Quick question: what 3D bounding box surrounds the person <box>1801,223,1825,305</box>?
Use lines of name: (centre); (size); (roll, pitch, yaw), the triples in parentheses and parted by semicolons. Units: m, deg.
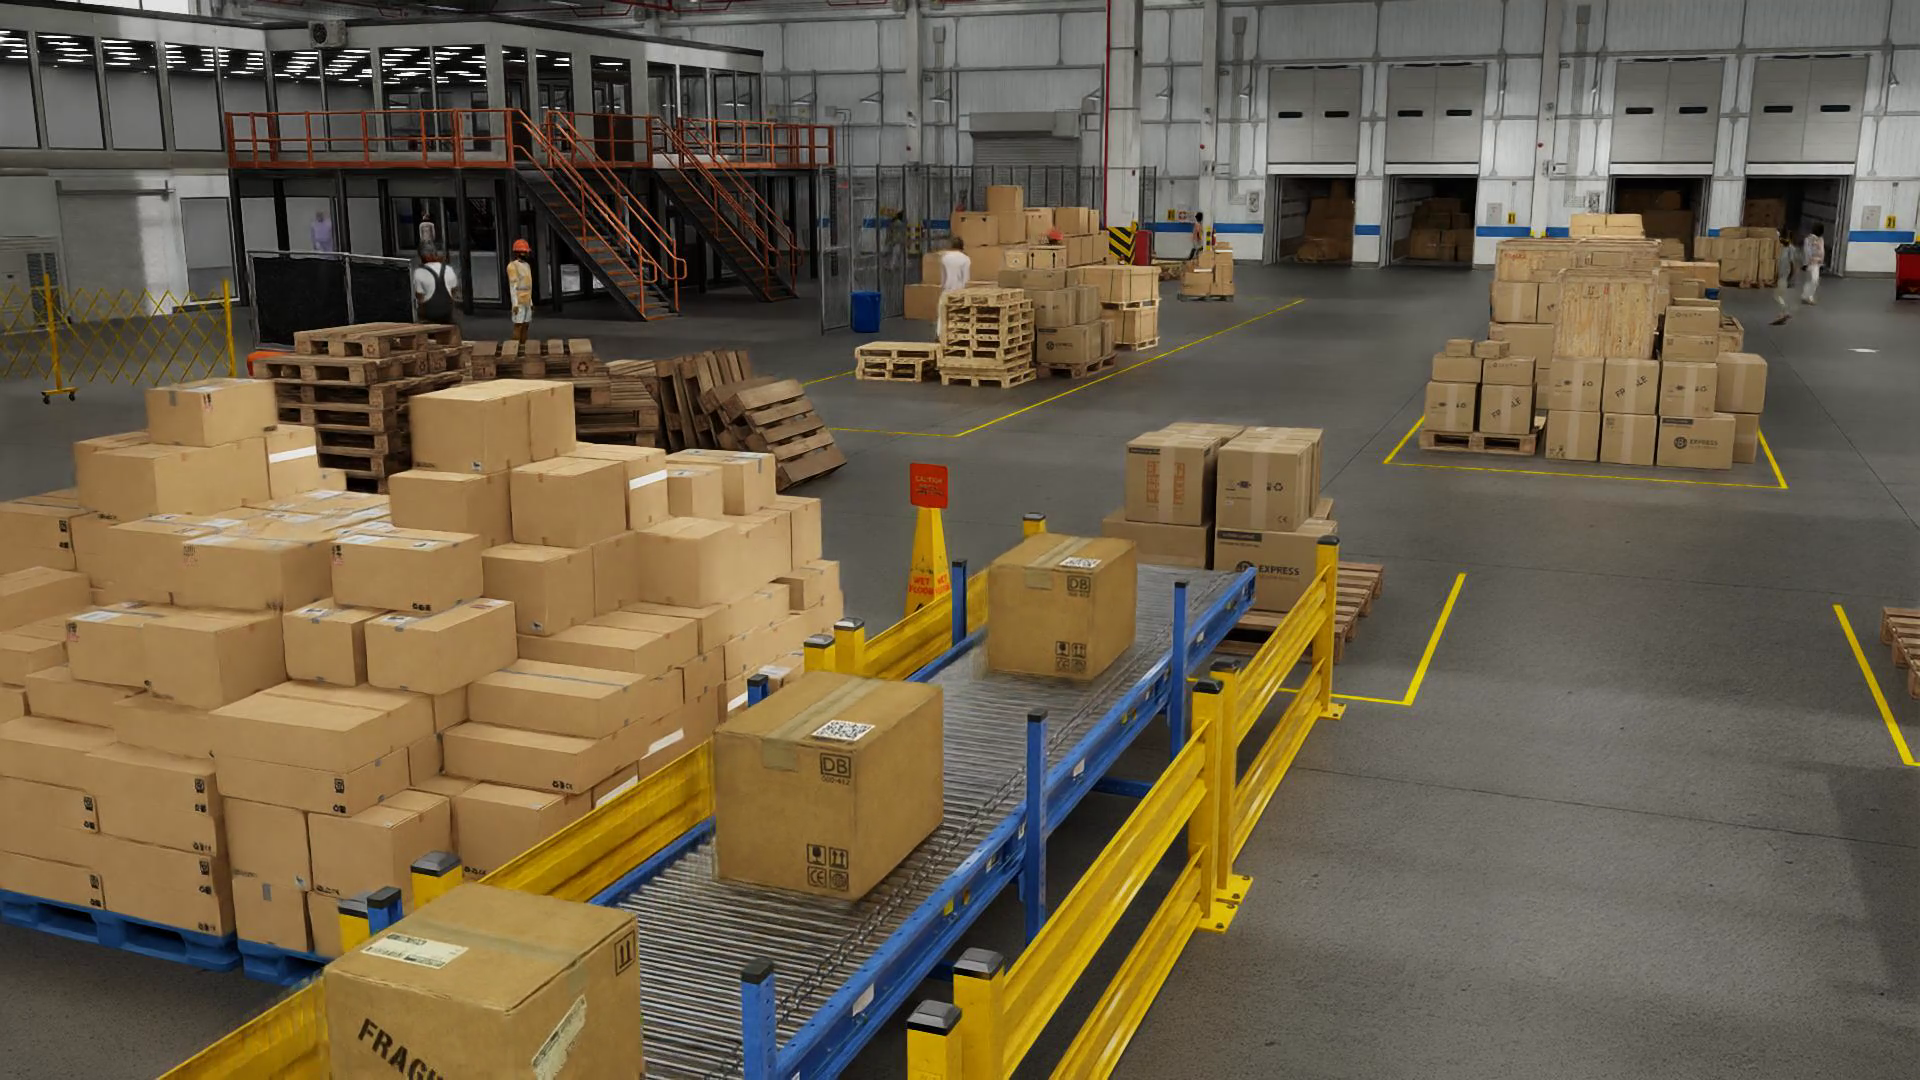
person: (19.177, -6.162, 37.204); (0.660, 1.823, 0.595); (-11, 17, -40)

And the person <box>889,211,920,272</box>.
person: (-1.661, -8.835, 49.264); (0.970, 1.792, 0.653); (-2, 13, -10)

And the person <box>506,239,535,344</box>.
person: (-6.843, -3.731, 26.050); (0.363, 1.939, 0.542); (3, 13, 15)

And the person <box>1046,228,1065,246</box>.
person: (1.591, -4.554, 29.668); (1.085, 1.991, 0.619); (1, 13, 4)

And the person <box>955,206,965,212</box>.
person: (-0.001, -8.463, 47.148); (0.611, 1.995, 0.375); (4, 13, 19)

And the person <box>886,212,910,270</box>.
person: (-1.879, -9.047, 50.356); (0.846, 1.726, 0.545); (-4, 13, -19)

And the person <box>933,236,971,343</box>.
person: (-0.092, -4.261, 28.539); (0.643, 1.901, 0.979); (9, 15, 35)

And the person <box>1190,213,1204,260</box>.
person: (7.547, -9.398, 52.061); (0.783, 1.659, 0.553); (3, 13, 14)

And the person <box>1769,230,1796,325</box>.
person: (16.000, -5.097, 32.373); (0.404, 1.851, 0.549); (1, 13, 3)

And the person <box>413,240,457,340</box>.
person: (-7.534, -3.261, 23.714); (0.549, 2.000, 0.707); (10, 16, 38)
